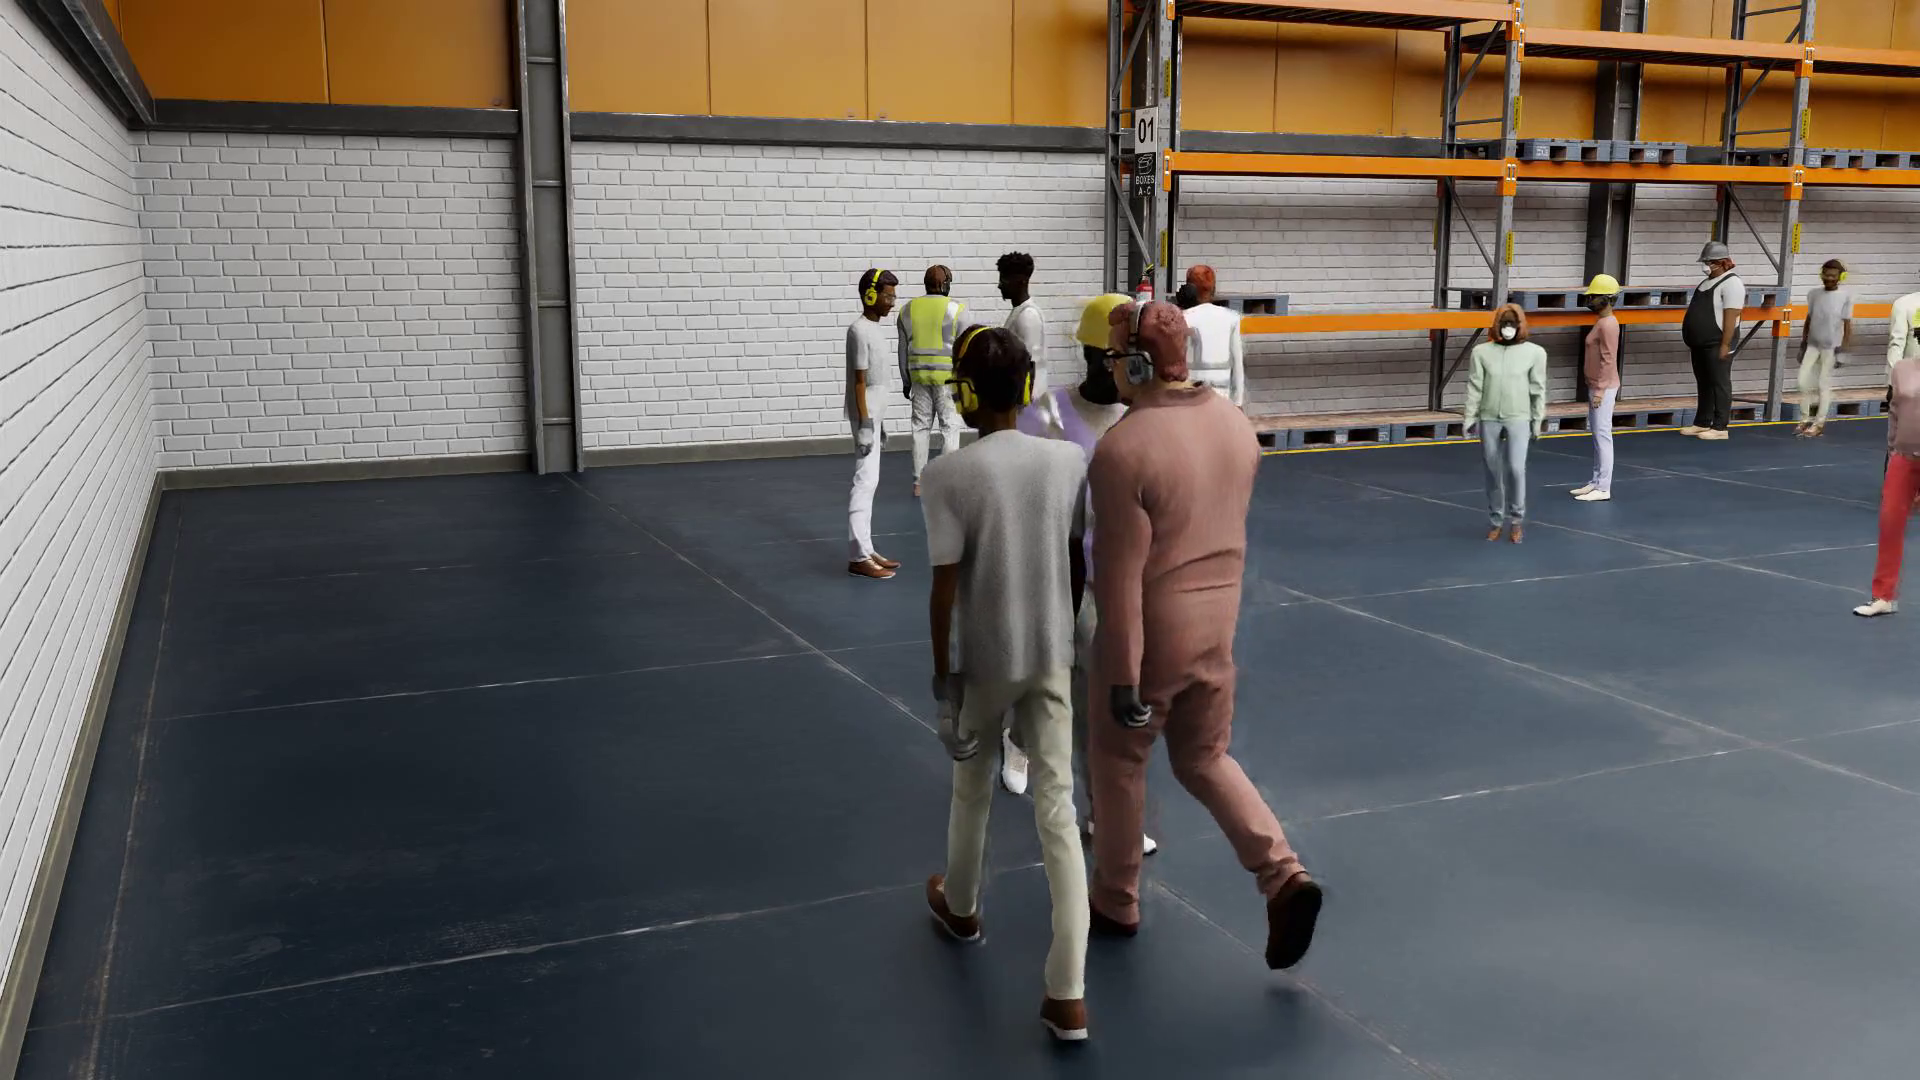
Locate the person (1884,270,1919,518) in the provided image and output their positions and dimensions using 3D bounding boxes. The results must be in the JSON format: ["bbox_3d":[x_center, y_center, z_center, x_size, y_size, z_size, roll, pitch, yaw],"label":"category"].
[{"bbox_3d":[7.104,-1.152,12.204,0.620,1.994,0.381,0,10,-2],"label":"person"}]

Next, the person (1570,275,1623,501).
[{"bbox_3d":[5.001,-1.186,13.034,0.312,1.768,0.522,3,11,16],"label":"person"}]

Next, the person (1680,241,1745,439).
[{"bbox_3d":[7.730,-2.067,17.173,0.535,2.000,0.678,-1,10,-4],"label":"person"}]

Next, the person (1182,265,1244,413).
[{"bbox_3d":[1.615,-0.992,11.691,0.613,1.853,0.853,-5,12,-28],"label":"person"}]

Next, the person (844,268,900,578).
[{"bbox_3d":[-0.532,-0.711,10.118,0.334,1.865,0.517,1,10,7],"label":"person"}]

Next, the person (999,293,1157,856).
[{"bbox_3d":[0.375,0.072,5.771,0.587,1.871,0.945,-6,12,-32],"label":"person"}]

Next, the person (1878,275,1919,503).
[{"bbox_3d":[7.554,-1.260,12.964,0.372,1.940,0.629,-2,10,-11],"label":"person"}]

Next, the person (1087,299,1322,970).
[{"bbox_3d":[0.619,0.272,4.612,0.639,1.872,0.818,-8,13,-39],"label":"person"}]

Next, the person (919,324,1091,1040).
[{"bbox_3d":[0.133,0.340,4.438,0.524,1.805,1.027,-3,11,-16],"label":"person"}]

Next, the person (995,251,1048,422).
[{"bbox_3d":[0.414,-0.982,11.360,0.363,1.960,0.607,0,10,-1],"label":"person"}]

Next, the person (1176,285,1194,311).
[{"bbox_3d":[1.808,-1.180,13.193,0.532,1.696,0.319,-1,10,-5],"label":"person"}]

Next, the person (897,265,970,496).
[{"bbox_3d":[-0.178,-1.258,13.224,0.634,1.841,0.429,4,11,23],"label":"person"}]

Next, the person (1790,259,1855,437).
[{"bbox_3d":[8.875,-1.964,17.142,0.549,1.842,0.547,-8,13,-37],"label":"person"}]

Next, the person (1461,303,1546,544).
[{"bbox_3d":[3.649,-0.778,11.191,0.508,1.619,0.481,6,12,28],"label":"person"}]

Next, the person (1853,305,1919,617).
[{"bbox_3d":[5.281,-0.447,8.992,0.811,1.738,0.520,-5,11,-27],"label":"person"}]
